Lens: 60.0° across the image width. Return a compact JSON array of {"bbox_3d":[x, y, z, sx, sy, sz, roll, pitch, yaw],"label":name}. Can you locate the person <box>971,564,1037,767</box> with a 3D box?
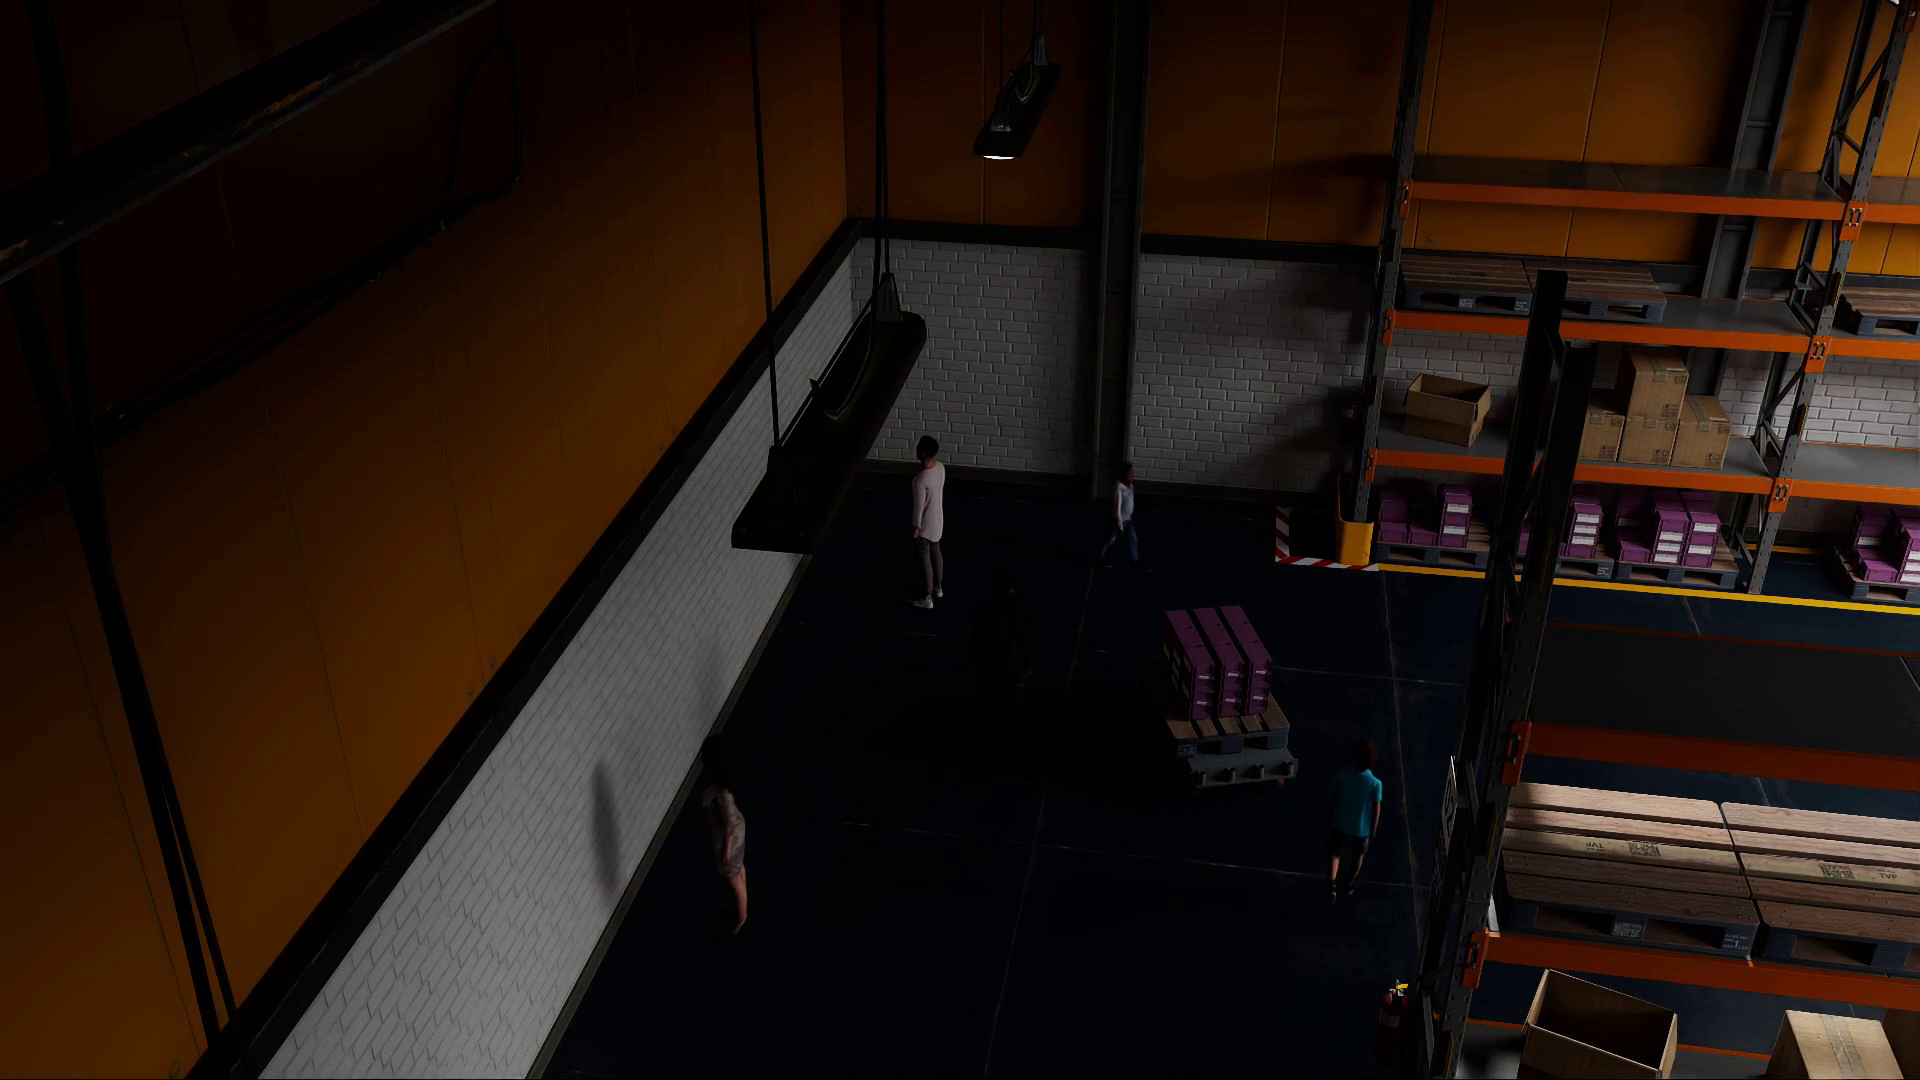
[{"bbox_3d":[0.368,1.101,14.004,0.761,1.899,0.863,-5,29,-9],"label":"person"}]

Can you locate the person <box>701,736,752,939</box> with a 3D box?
[{"bbox_3d":[-1.702,2.170,12.207,0.603,1.744,0.653,-3,29,-5],"label":"person"}]

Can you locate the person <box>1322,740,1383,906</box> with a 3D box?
[{"bbox_3d":[2.945,2.153,12.561,0.786,1.434,0.695,12,31,20],"label":"person"}]

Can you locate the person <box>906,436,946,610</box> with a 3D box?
[{"bbox_3d":[-0.320,-0.201,16.452,0.667,1.841,0.728,13,31,23],"label":"person"}]

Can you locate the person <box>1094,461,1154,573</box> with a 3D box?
[{"bbox_3d":[1.602,-0.248,17.180,0.940,1.226,0.726,19,34,31],"label":"person"}]
